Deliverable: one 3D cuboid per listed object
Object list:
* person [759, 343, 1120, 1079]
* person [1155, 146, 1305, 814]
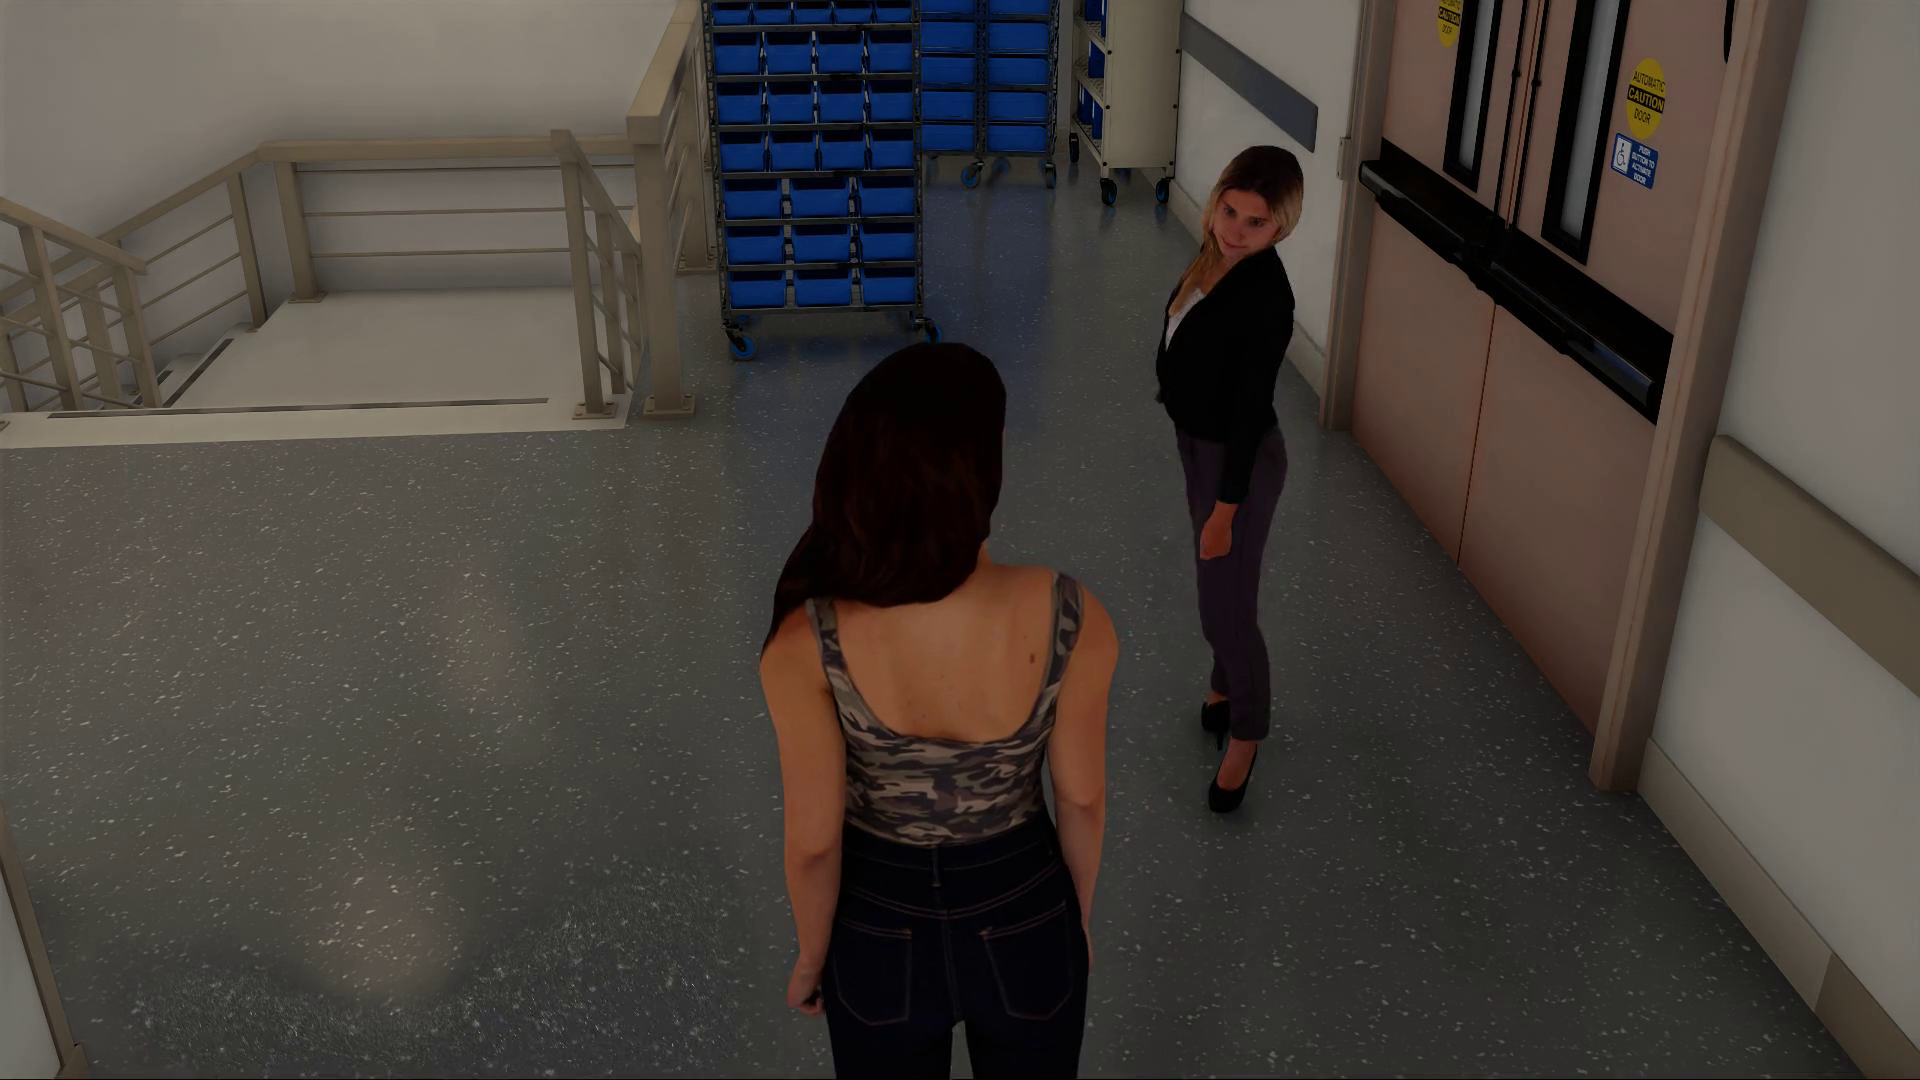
[{"bbox_3d":[-0.007,0.583,2.284,0.612,1.768,0.549,-4,26,-8],"label":"person"},{"bbox_3d":[0.666,-0.153,3.961,0.764,1.637,0.465,3,26,7],"label":"person"}]
